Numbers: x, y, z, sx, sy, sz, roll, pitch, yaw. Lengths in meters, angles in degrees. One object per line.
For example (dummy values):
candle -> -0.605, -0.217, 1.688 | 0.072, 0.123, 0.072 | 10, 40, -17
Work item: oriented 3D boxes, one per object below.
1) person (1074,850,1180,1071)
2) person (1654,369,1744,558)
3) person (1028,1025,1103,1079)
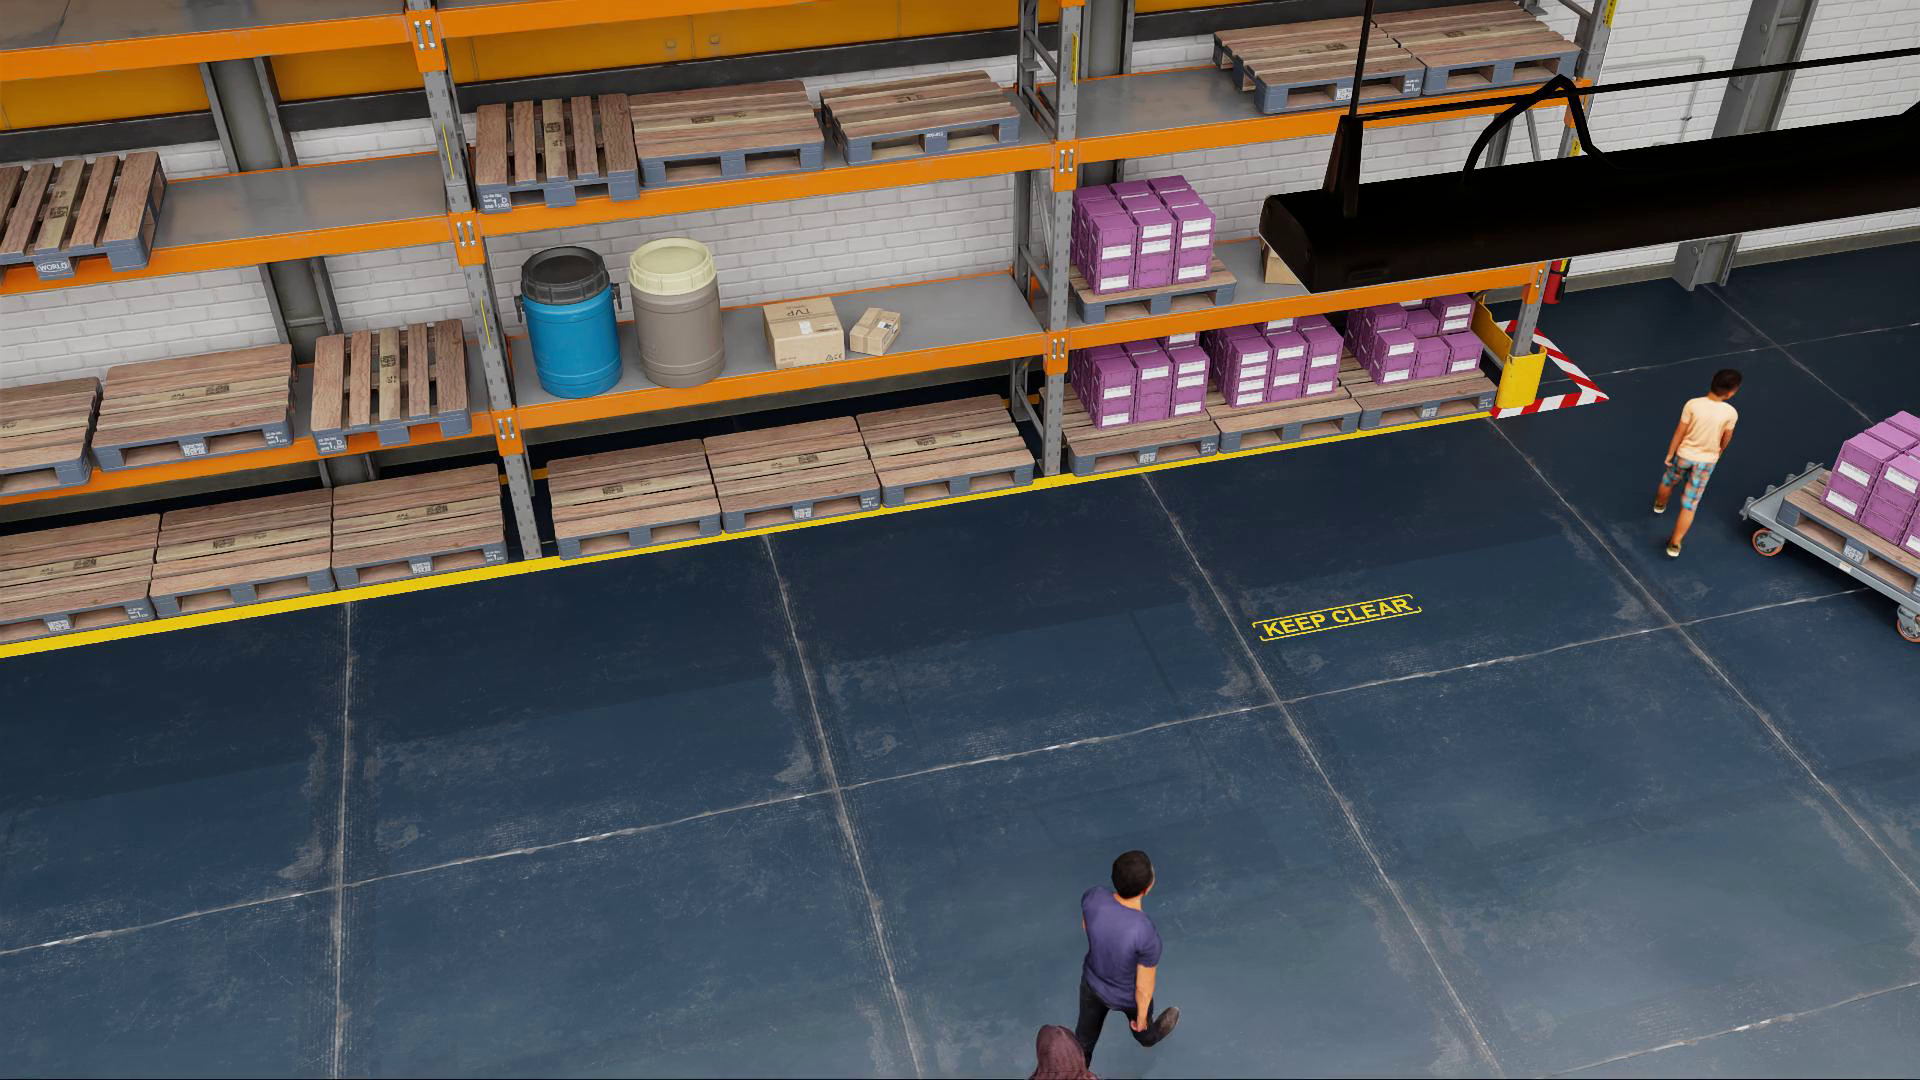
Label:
person -> 0.699, 2.248, 8.198 | 1.058, 1.739, 1.205 | 27, 46, 30
person -> 5.275, -0.539, 11.940 | 0.952, 1.424, 0.981 | 16, 41, 19
person -> 0.436, 2.823, 7.591 | 0.568, 1.598, 0.725 | -3, 39, -4
